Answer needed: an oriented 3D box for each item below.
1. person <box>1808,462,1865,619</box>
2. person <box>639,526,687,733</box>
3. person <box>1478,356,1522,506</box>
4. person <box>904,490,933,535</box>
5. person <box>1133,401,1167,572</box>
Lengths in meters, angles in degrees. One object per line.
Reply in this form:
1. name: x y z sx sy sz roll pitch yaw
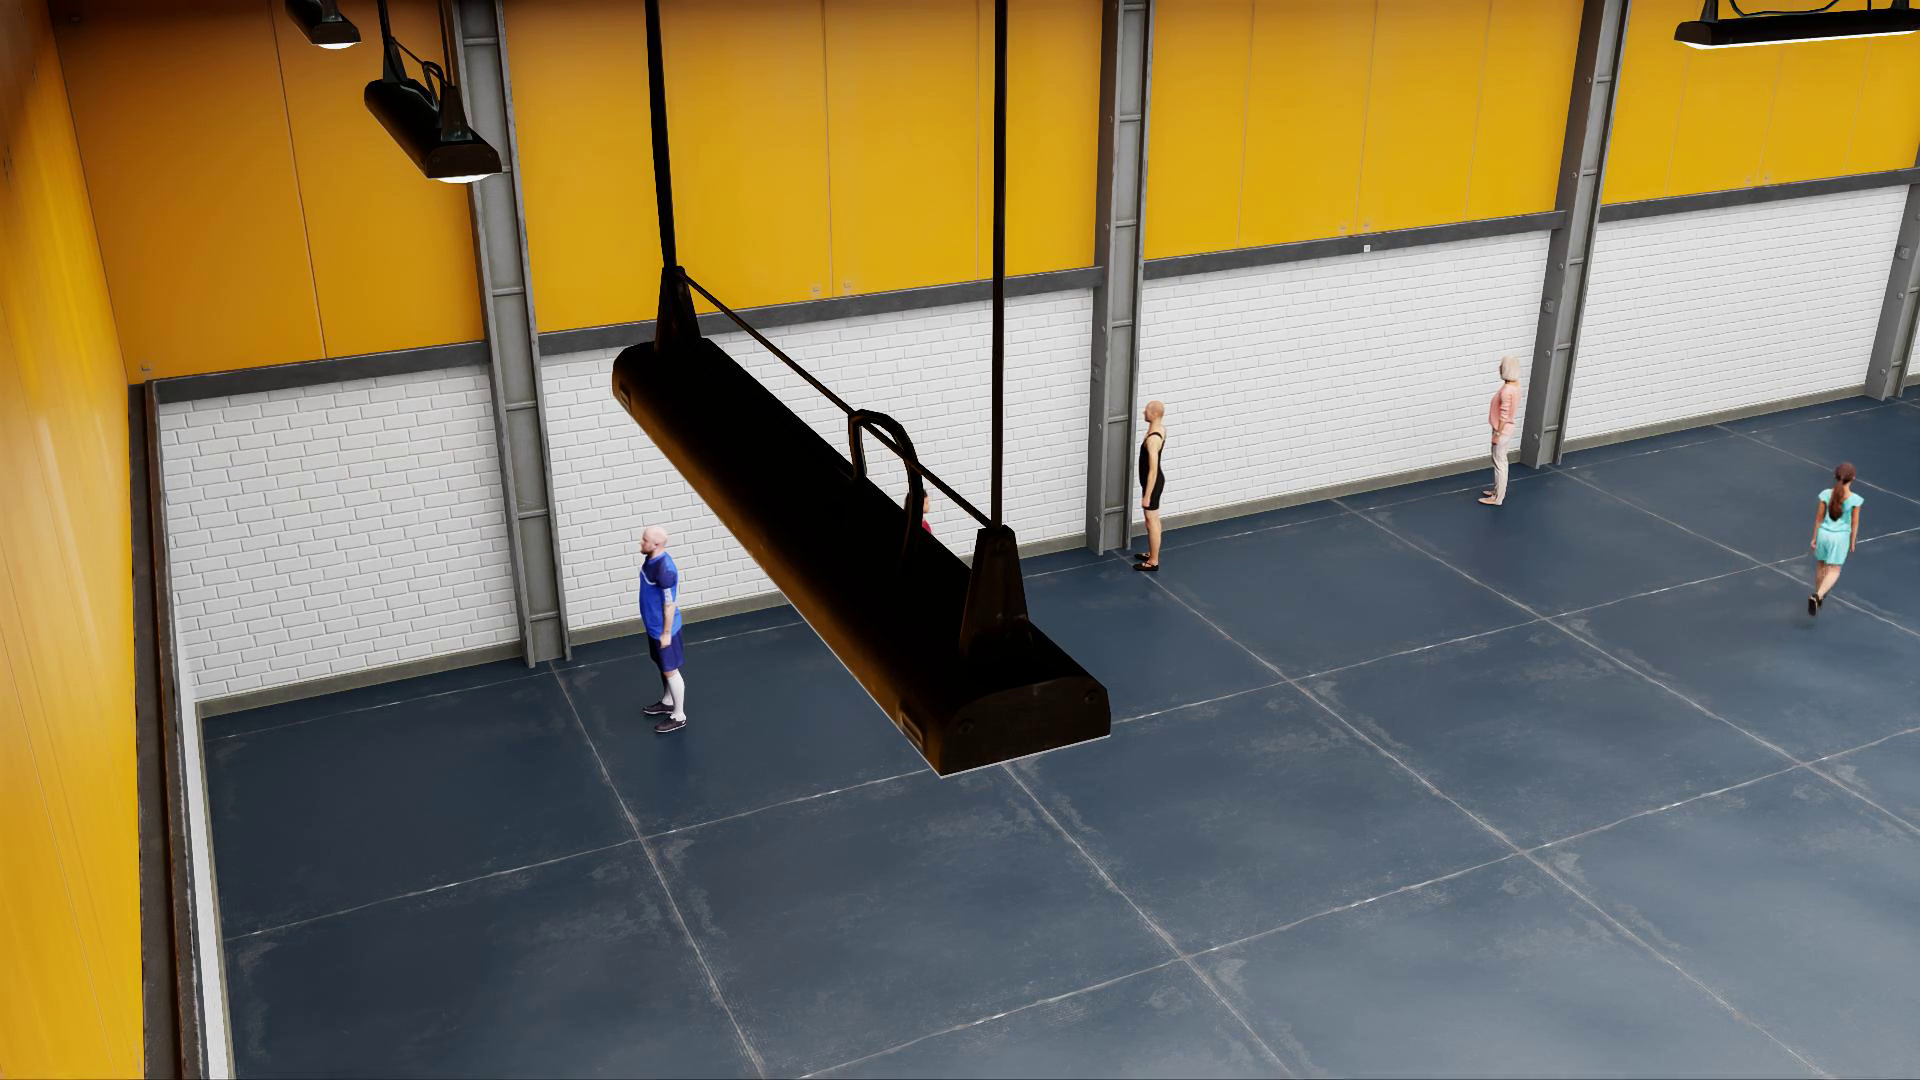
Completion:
1. person: 8.412 0.012 16.042 0.763 1.541 1.021 20 31 39
2. person: -2.516 0.719 14.049 0.555 1.842 0.662 -10 26 -22
3. person: 6.094 -1.240 18.676 0.745 1.725 0.655 12 26 25
4. person: -0.400 0.240 15.506 0.705 1.554 0.643 -1 24 -1
5. person: 1.976 -0.560 17.008 0.735 1.815 0.715 5 24 11
